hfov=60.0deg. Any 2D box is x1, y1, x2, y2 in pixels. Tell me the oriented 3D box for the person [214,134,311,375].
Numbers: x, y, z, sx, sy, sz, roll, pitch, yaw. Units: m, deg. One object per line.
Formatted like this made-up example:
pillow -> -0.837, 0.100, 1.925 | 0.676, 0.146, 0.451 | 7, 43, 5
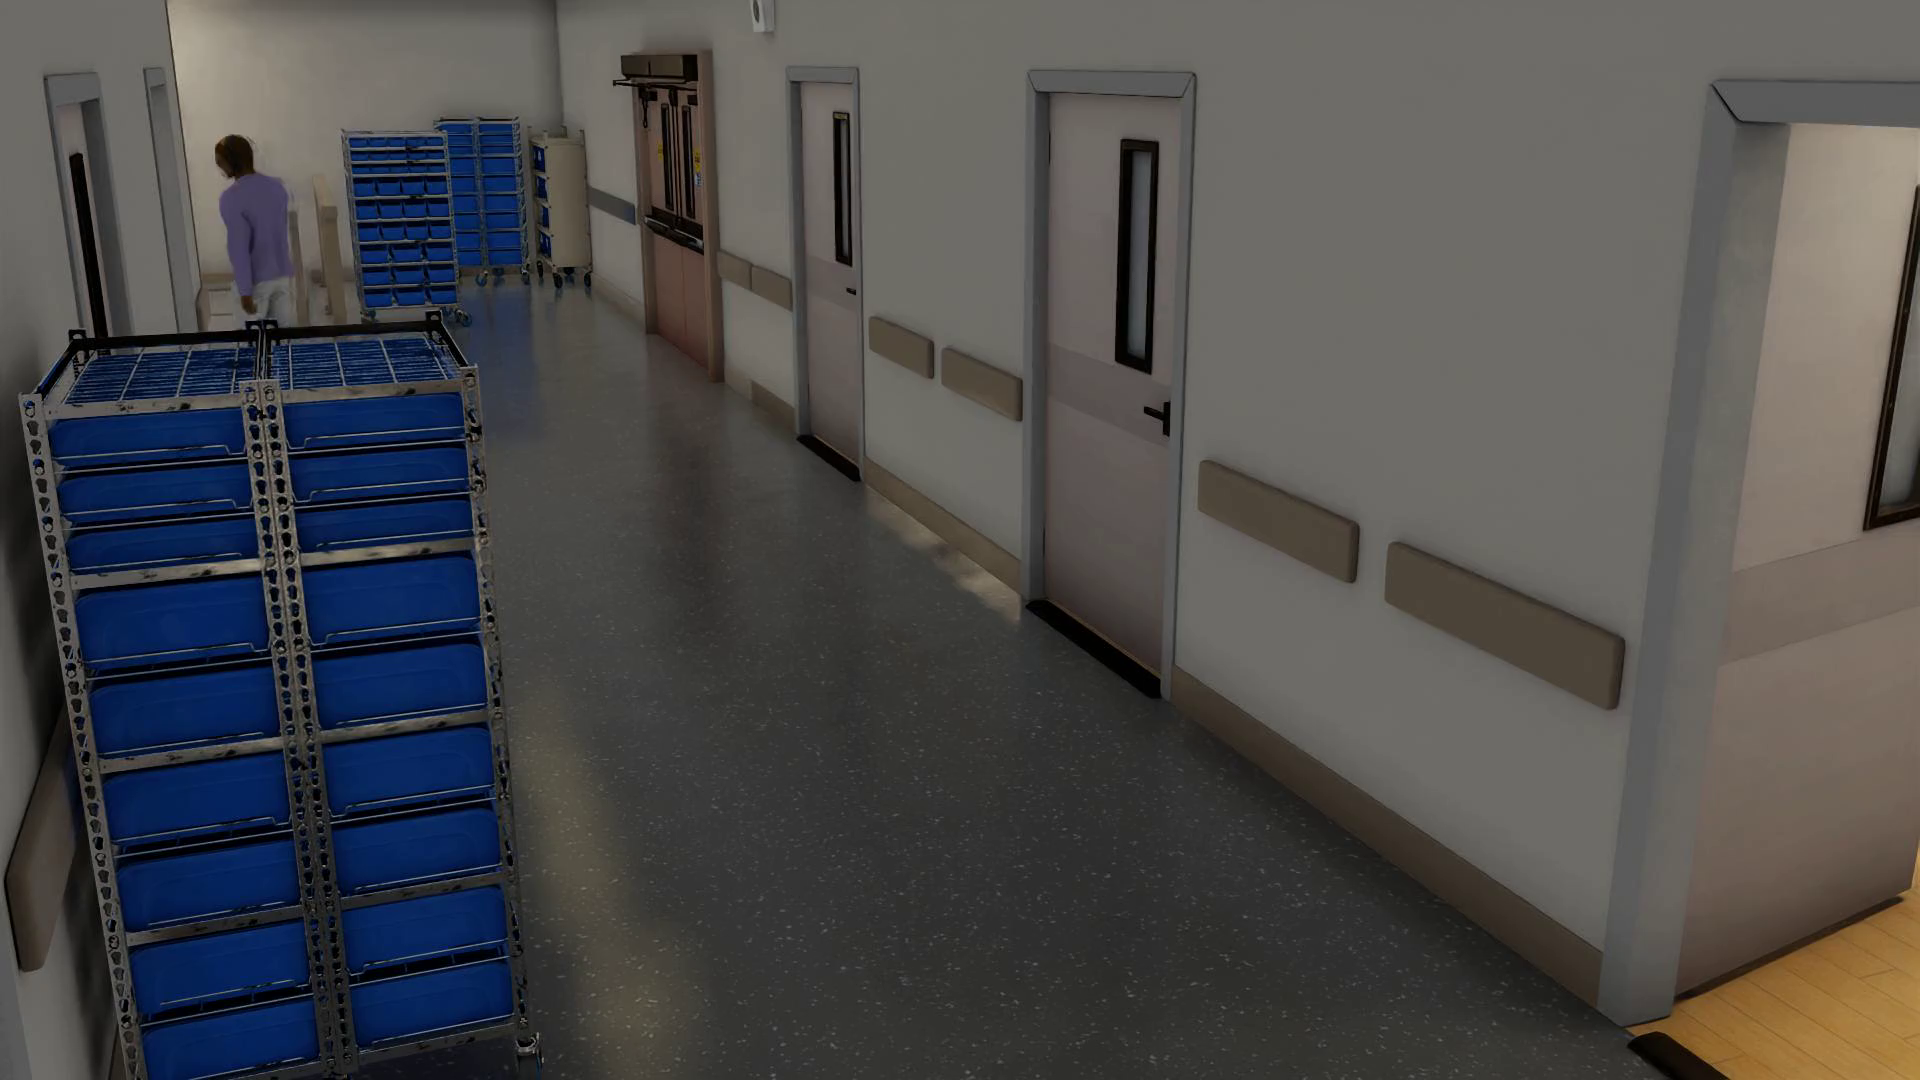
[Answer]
person -> -4.605, -1.735, 11.096 | 0.740, 1.914, 0.644 | 5, 17, 17
